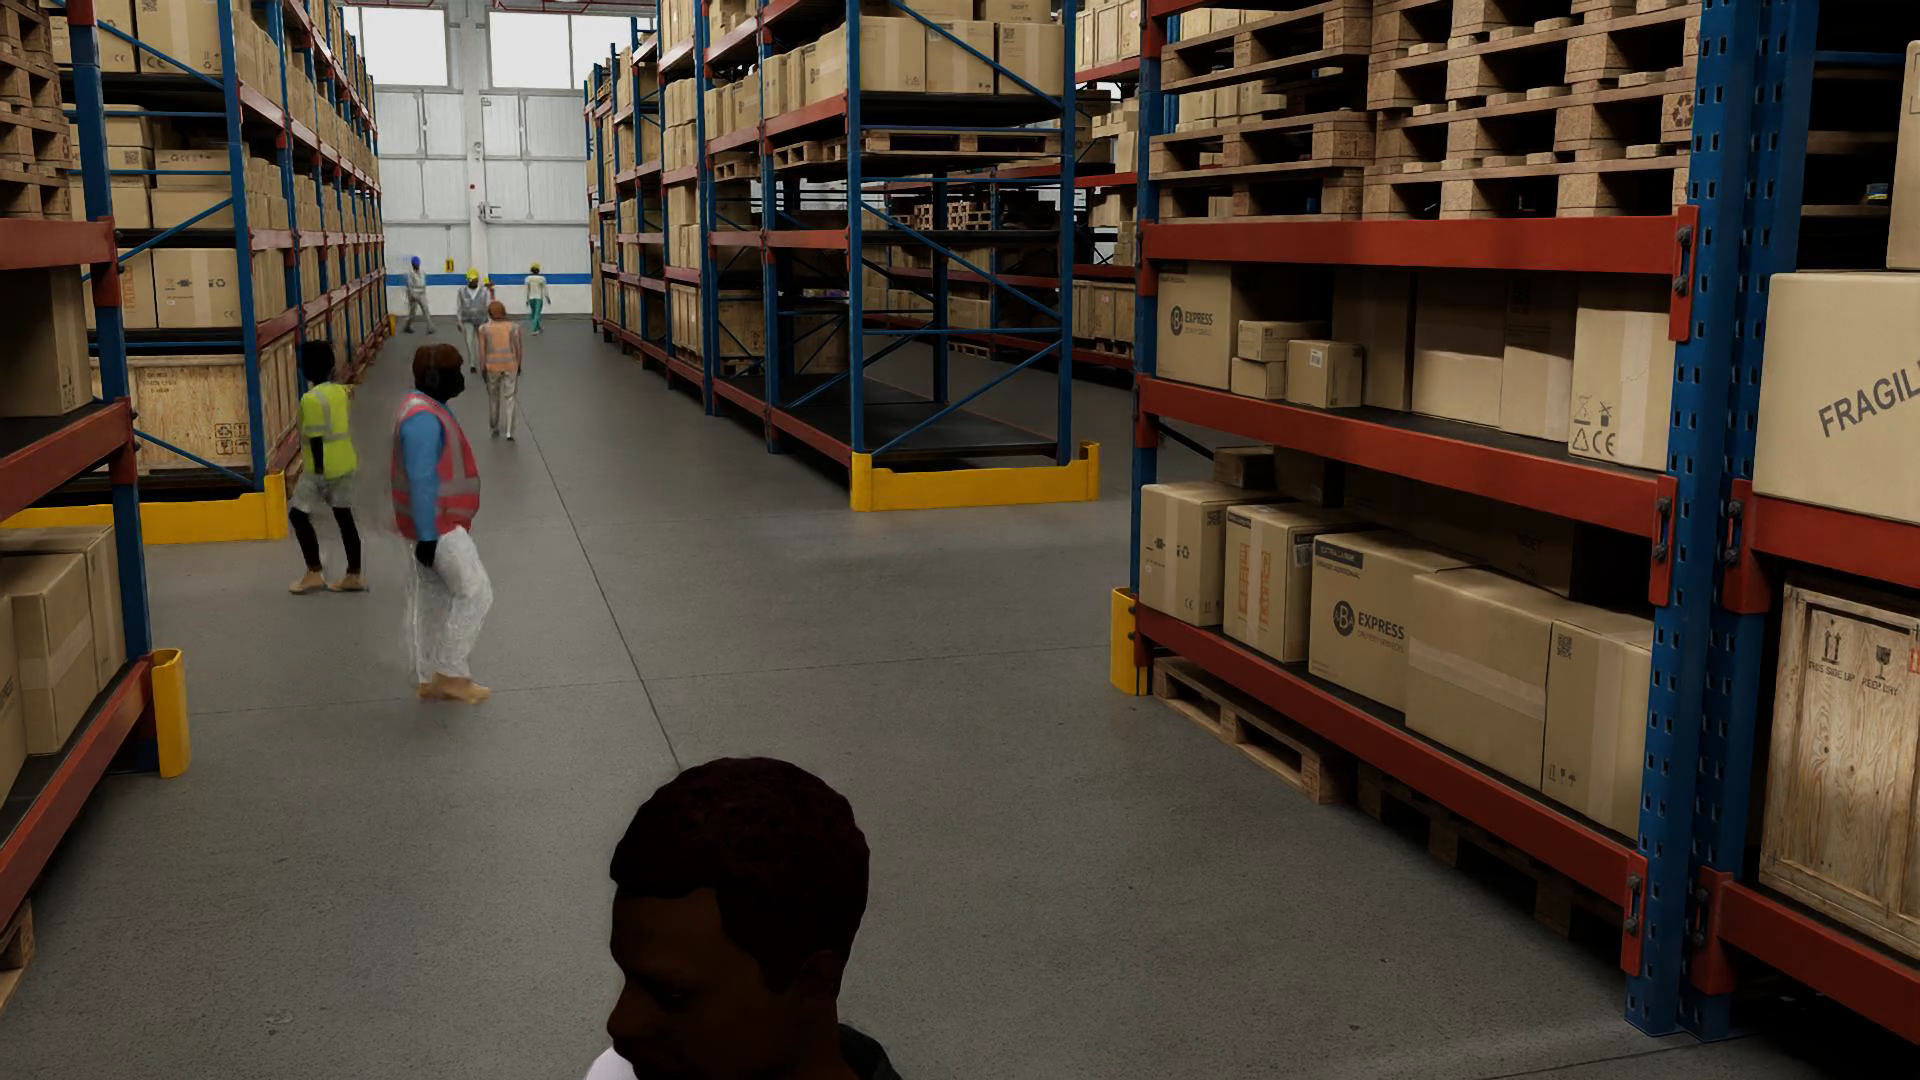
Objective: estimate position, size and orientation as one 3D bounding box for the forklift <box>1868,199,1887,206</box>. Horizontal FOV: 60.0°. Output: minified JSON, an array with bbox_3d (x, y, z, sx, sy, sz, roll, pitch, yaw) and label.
[{"bbox_3d":[11.338,-2.915,21.052,1.129,2.768,1.873,-3,11,-17],"label":"forklift"}]

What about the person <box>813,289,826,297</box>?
[{"bbox_3d":[-3.544,-6.446,43.382,0.642,1.797,0.920,7,12,33],"label":"person"}]

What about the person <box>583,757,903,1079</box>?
[{"bbox_3d":[-0.142,1.118,1.583,0.597,1.916,0.371,9,14,40],"label":"person"}]

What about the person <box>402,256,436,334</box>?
[{"bbox_3d":[-13.202,-5.934,40.329,0.930,1.897,0.638,6,12,29],"label":"person"}]

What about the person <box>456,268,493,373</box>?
[{"bbox_3d":[-8.419,-3.809,28.856,0.617,1.818,0.558,-2,11,-12],"label":"person"}]

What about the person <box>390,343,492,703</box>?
[{"bbox_3d":[-2.558,-0.073,8.356,0.540,1.825,0.660,-3,11,-14],"label":"person"}]

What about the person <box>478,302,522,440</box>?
[{"bbox_3d":[-5.370,-1.977,19.463,0.505,1.583,0.888,-4,11,-19],"label":"person"}]

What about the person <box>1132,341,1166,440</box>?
[{"bbox_3d":[2.234,-1.920,19.059,0.540,1.612,0.581,1,10,4],"label":"person"}]

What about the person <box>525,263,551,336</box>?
[{"bbox_3d":[-10.115,-5.760,39.844,0.539,1.717,0.920,2,11,13],"label":"person"}]

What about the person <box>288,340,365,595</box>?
[{"bbox_3d":[-4.222,-0.467,10.932,0.576,1.679,0.540,2,11,10],"label":"person"}]

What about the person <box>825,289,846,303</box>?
[{"bbox_3d":[-2.741,-5.272,36.590,0.550,1.917,0.546,-8,13,-39],"label":"person"}]
